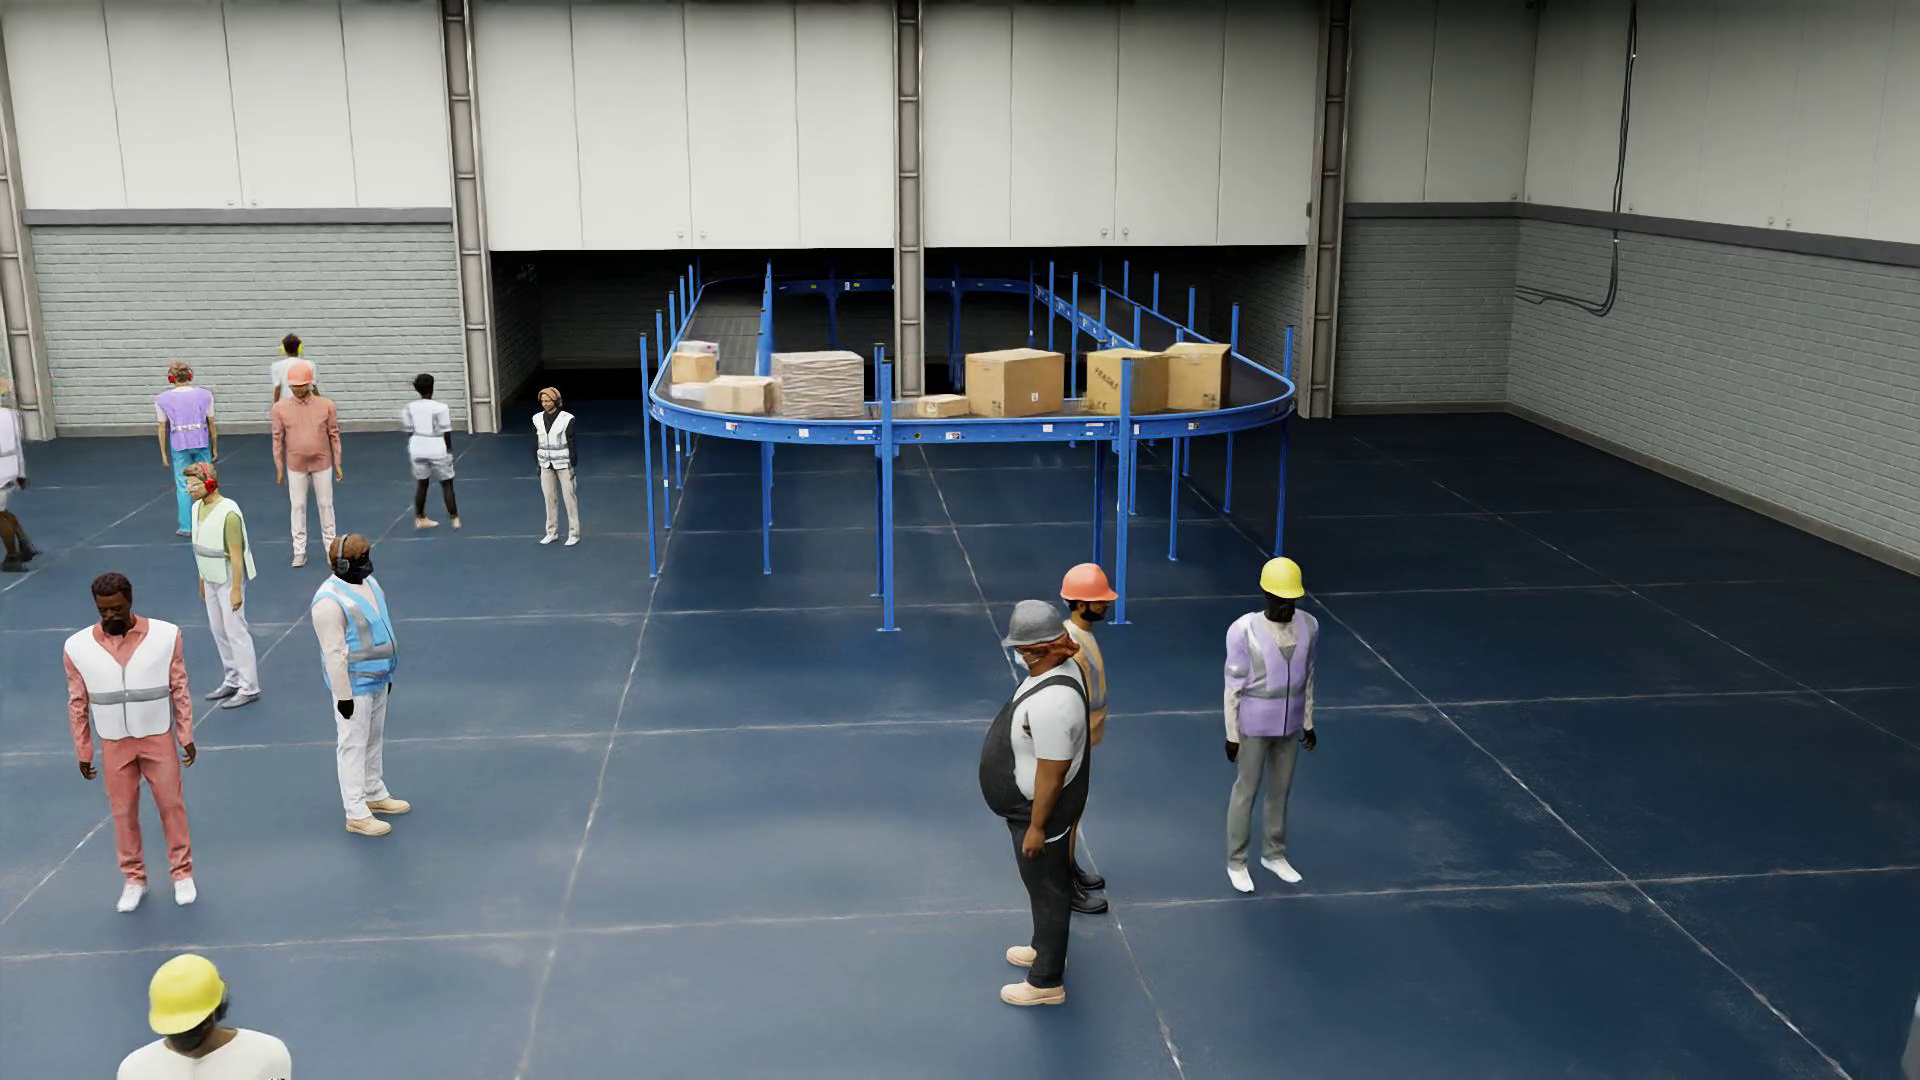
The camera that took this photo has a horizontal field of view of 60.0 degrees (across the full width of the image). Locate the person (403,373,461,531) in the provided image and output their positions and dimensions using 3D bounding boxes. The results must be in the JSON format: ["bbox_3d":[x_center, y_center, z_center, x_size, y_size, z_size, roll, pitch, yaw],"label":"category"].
[{"bbox_3d":[-5.588,-0.917,17.554,0.541,1.689,0.340,2,14,9],"label":"person"}]

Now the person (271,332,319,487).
[{"bbox_3d":[-7.806,-1.509,19.595,0.511,1.853,0.656,-4,15,-16],"label":"person"}]

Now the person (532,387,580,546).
[{"bbox_3d":[-4.125,-0.751,16.997,0.511,1.631,0.310,5,15,17],"label":"person"}]

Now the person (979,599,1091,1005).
[{"bbox_3d":[0.360,1.257,8.127,0.537,2.000,0.678,2,14,8],"label":"person"}]

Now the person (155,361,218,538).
[{"bbox_3d":[-8.026,-0.940,17.340,0.561,1.836,0.392,-11,17,-36],"label":"person"}]

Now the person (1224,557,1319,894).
[{"bbox_3d":[1.749,1.022,9.296,0.594,1.924,0.382,-6,15,-24],"label":"person"}]

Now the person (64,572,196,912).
[{"bbox_3d":[-4.511,1.084,9.093,0.599,1.909,0.399,-6,15,-22],"label":"person"}]

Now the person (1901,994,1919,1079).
[{"bbox_3d":[3.500,1.887,5.725,0.681,1.976,0.702,3,14,12],"label":"person"}]

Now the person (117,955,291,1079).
[{"bbox_3d":[-2.361,2.112,5.283,0.536,1.758,0.353,-3,14,-11],"label":"person"}]

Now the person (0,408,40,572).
[{"bbox_3d":[-9.213,-0.621,15.880,0.400,1.920,0.560,1,14,3],"label":"person"}]

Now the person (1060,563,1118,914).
[{"bbox_3d":[0.664,1.067,9.091,0.361,1.939,0.542,1,14,4],"label":"person"}]

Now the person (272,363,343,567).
[{"bbox_3d":[-6.336,-0.732,16.179,0.623,1.990,0.388,-5,15,-21],"label":"person"}]

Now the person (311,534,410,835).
[{"bbox_3d":[-3.633,0.861,10.116,0.429,1.844,0.627,1,14,3],"label":"person"}]

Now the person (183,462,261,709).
[{"bbox_3d":[-5.454,0.317,12.318,0.572,1.831,0.403,11,18,38],"label":"person"}]
